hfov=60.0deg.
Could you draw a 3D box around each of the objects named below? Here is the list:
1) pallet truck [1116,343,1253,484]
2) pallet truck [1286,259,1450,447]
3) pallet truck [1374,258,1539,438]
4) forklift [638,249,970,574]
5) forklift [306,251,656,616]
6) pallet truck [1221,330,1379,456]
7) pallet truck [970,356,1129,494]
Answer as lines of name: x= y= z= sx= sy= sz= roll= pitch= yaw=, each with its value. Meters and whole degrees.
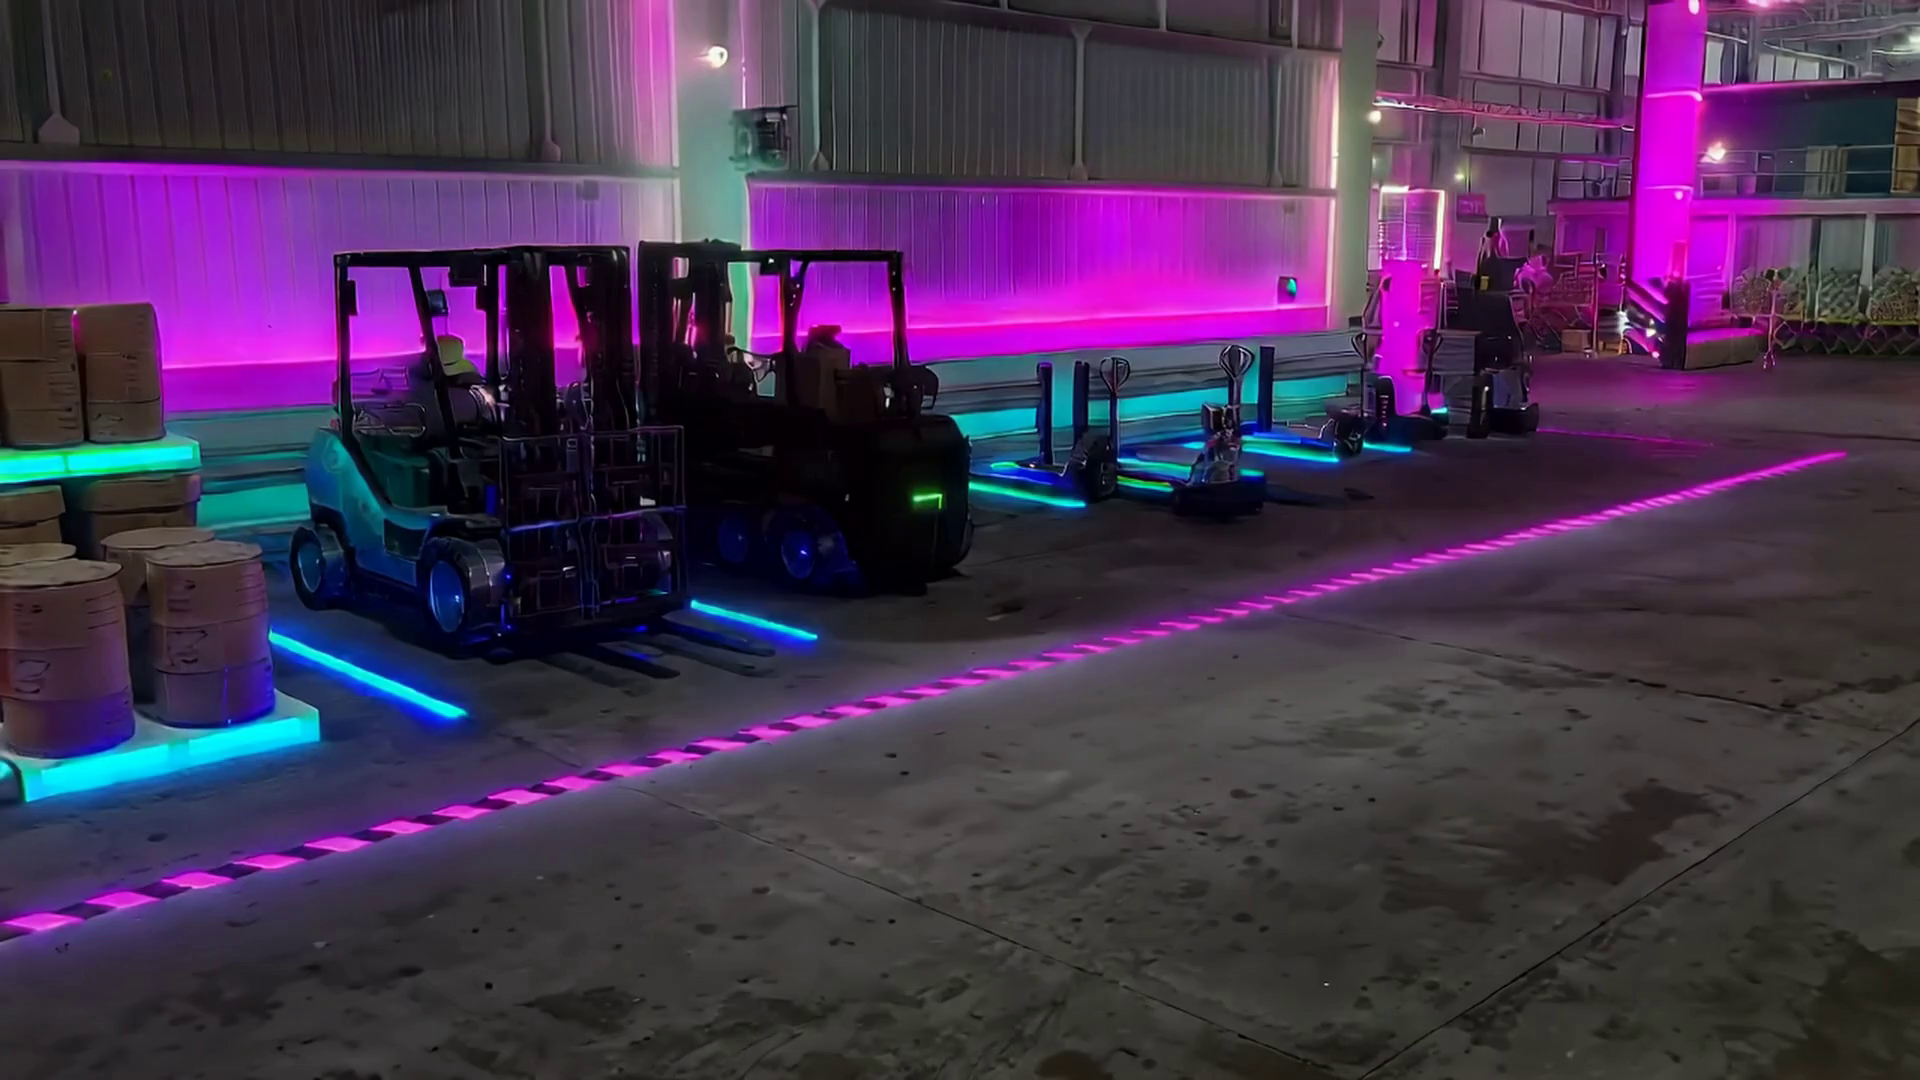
pallet truck: x=1.962 y=-1.215 z=15.415 sx=1.522 sy=1.261 sz=0.704 roll=10 pitch=14 yaw=43
pallet truck: x=4.493 y=-2.078 z=18.196 sx=0.823 sy=1.965 sz=1.885 roll=-9 pitch=14 yaw=-40
pallet truck: x=5.704 y=-2.208 z=18.901 sx=1.885 sy=1.965 sz=0.823 roll=10 pitch=14 yaw=43
forklift: x=-1.173 y=-0.958 z=11.239 sx=2.680 sy=1.987 sz=1.157 roll=10 pitch=14 yaw=43
forklift: x=-2.833 y=-0.669 z=9.694 sx=1.157 sy=1.987 sz=2.680 roll=-10 pitch=14 yaw=-44
pallet truck: x=3.563 y=-1.581 z=17.381 sx=0.653 sy=1.274 sz=1.630 roll=-10 pitch=14 yaw=-44
pallet truck: x=0.784 y=-1.085 z=14.876 sx=0.680 sy=1.201 sz=1.601 roll=-10 pitch=14 yaw=-44
